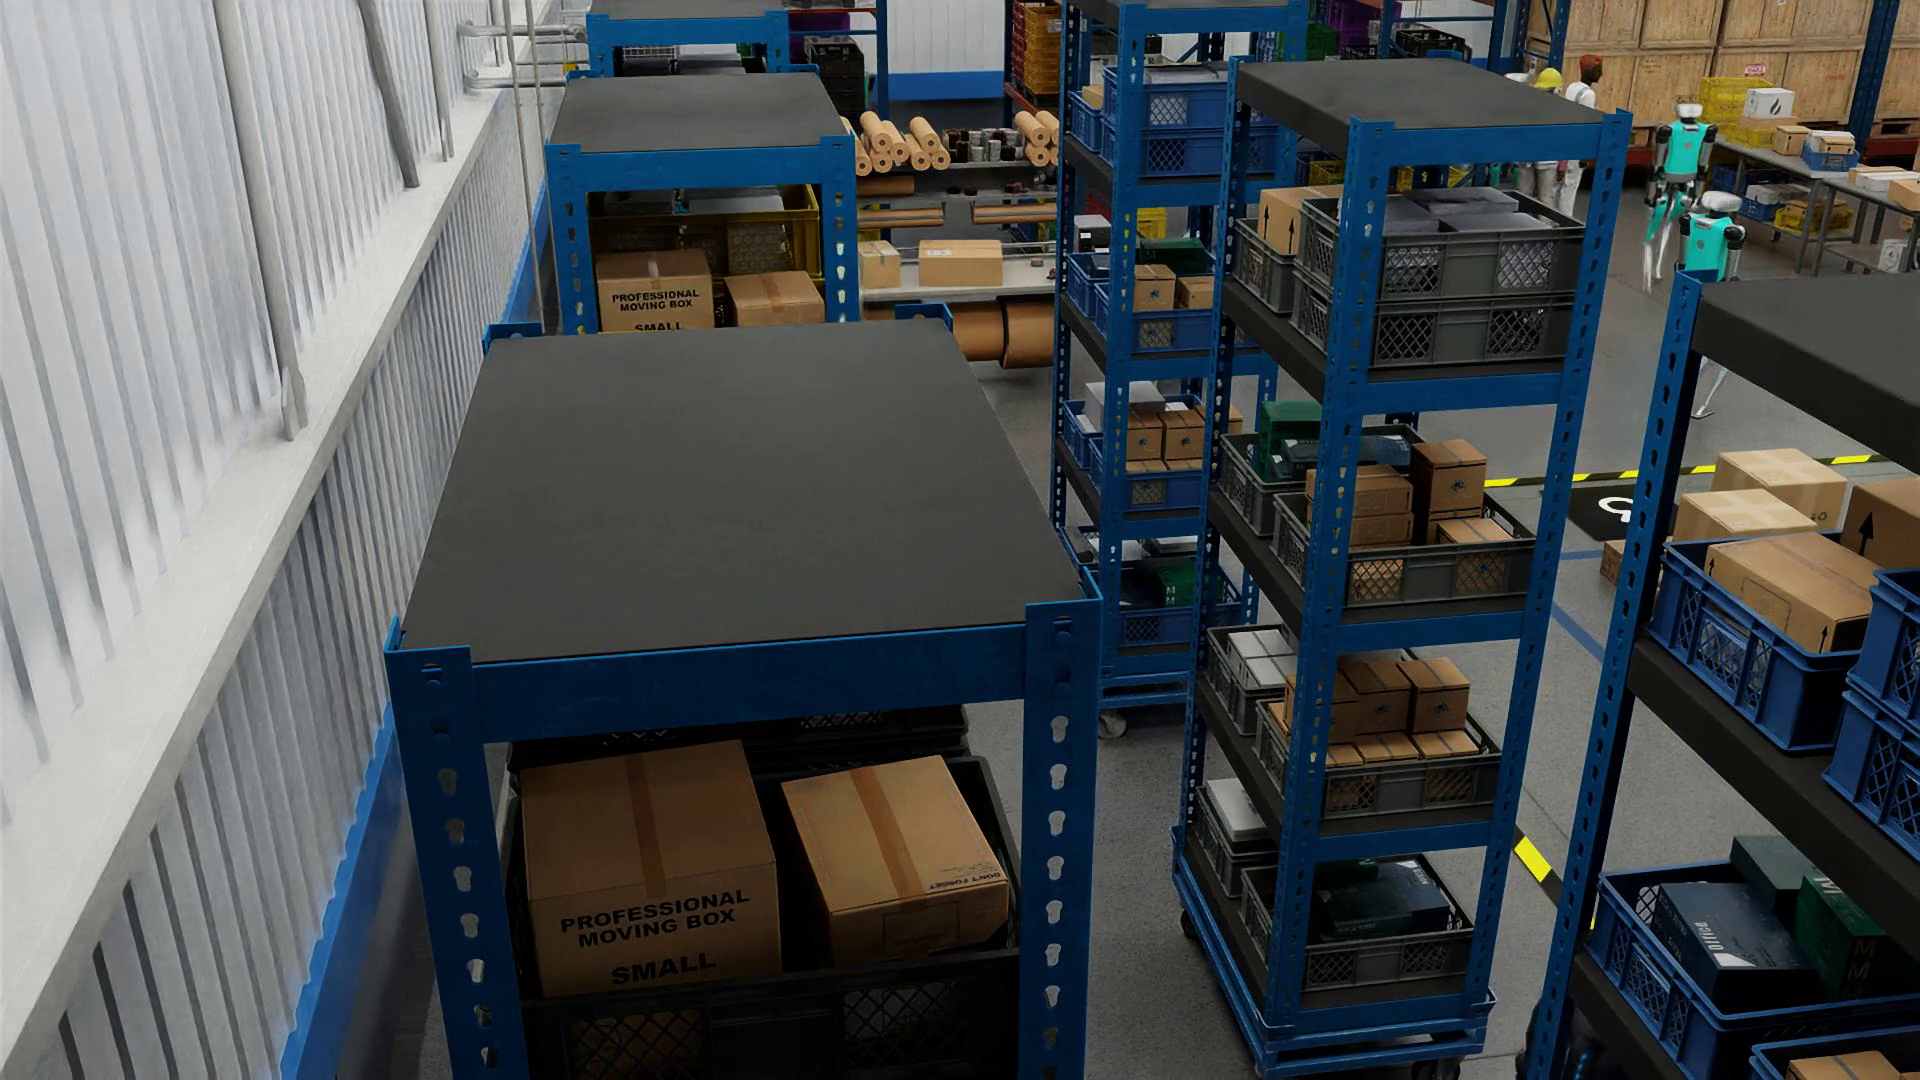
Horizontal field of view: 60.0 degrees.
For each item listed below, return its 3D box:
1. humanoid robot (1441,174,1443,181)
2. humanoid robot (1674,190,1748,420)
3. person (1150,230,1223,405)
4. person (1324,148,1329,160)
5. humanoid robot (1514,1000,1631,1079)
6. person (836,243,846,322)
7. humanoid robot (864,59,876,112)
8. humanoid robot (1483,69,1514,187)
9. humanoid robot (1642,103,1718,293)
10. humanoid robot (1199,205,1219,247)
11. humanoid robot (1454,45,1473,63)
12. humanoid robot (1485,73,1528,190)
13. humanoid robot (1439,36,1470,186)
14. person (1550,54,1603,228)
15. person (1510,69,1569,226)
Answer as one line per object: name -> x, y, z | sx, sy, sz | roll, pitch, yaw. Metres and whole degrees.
humanoid robot -> 5.220, -4.535, 18.238 | 0.533, 1.677, 0.735 | 12, 27, 24
humanoid robot -> 5.556, -1.728, 12.140 | 0.735, 1.675, 0.533 | -12, 27, -24
person -> 1.467, -1.111, 10.819 | 0.597, 1.850, 0.397 | -3, 25, -6
person -> 4.232, -4.920, 18.949 | 1.029, 1.976, 0.719 | -12, 27, -24
humanoid robot -> 1.724, 1.822, 4.667 | 0.402, 1.641, 0.587 | -16, 29, -31
person -> -0.941, -1.359, 11.386 | 0.431, 1.829, 0.651 | 12, 27, 25
humanoid robot -> -1.293, -4.325, 17.962 | 0.931, 1.764, 0.530 | 21, 32, 38
humanoid robot -> 5.620, -4.103, 17.513 | 0.315, 1.659, 0.599 | 11, 27, 23
humanoid robot -> 6.610, -3.211, 15.556 | 0.542, 1.797, 0.821 | 1, 25, 3
humanoid robot -> 2.602, -3.836, 17.018 | 0.584, 1.624, 0.801 | -1, 25, -2
humanoid robot -> 5.634, -4.867, 19.200 | 0.368, 1.645, 0.597 | 15, 29, 29
humanoid robot -> 5.590, -3.925, 16.992 | 0.543, 1.727, 0.705 | 8, 26, 17
humanoid robot -> 5.705, -4.826, 19.050 | 0.802, 1.796, 0.567 | 7, 26, 16
person -> 6.341, -4.039, 17.148 | 0.356, 1.881, 0.573 | -1, 25, -2
person -> 5.810, -3.792, 16.679 | 0.589, 1.824, 0.405 | 22, 33, 40
